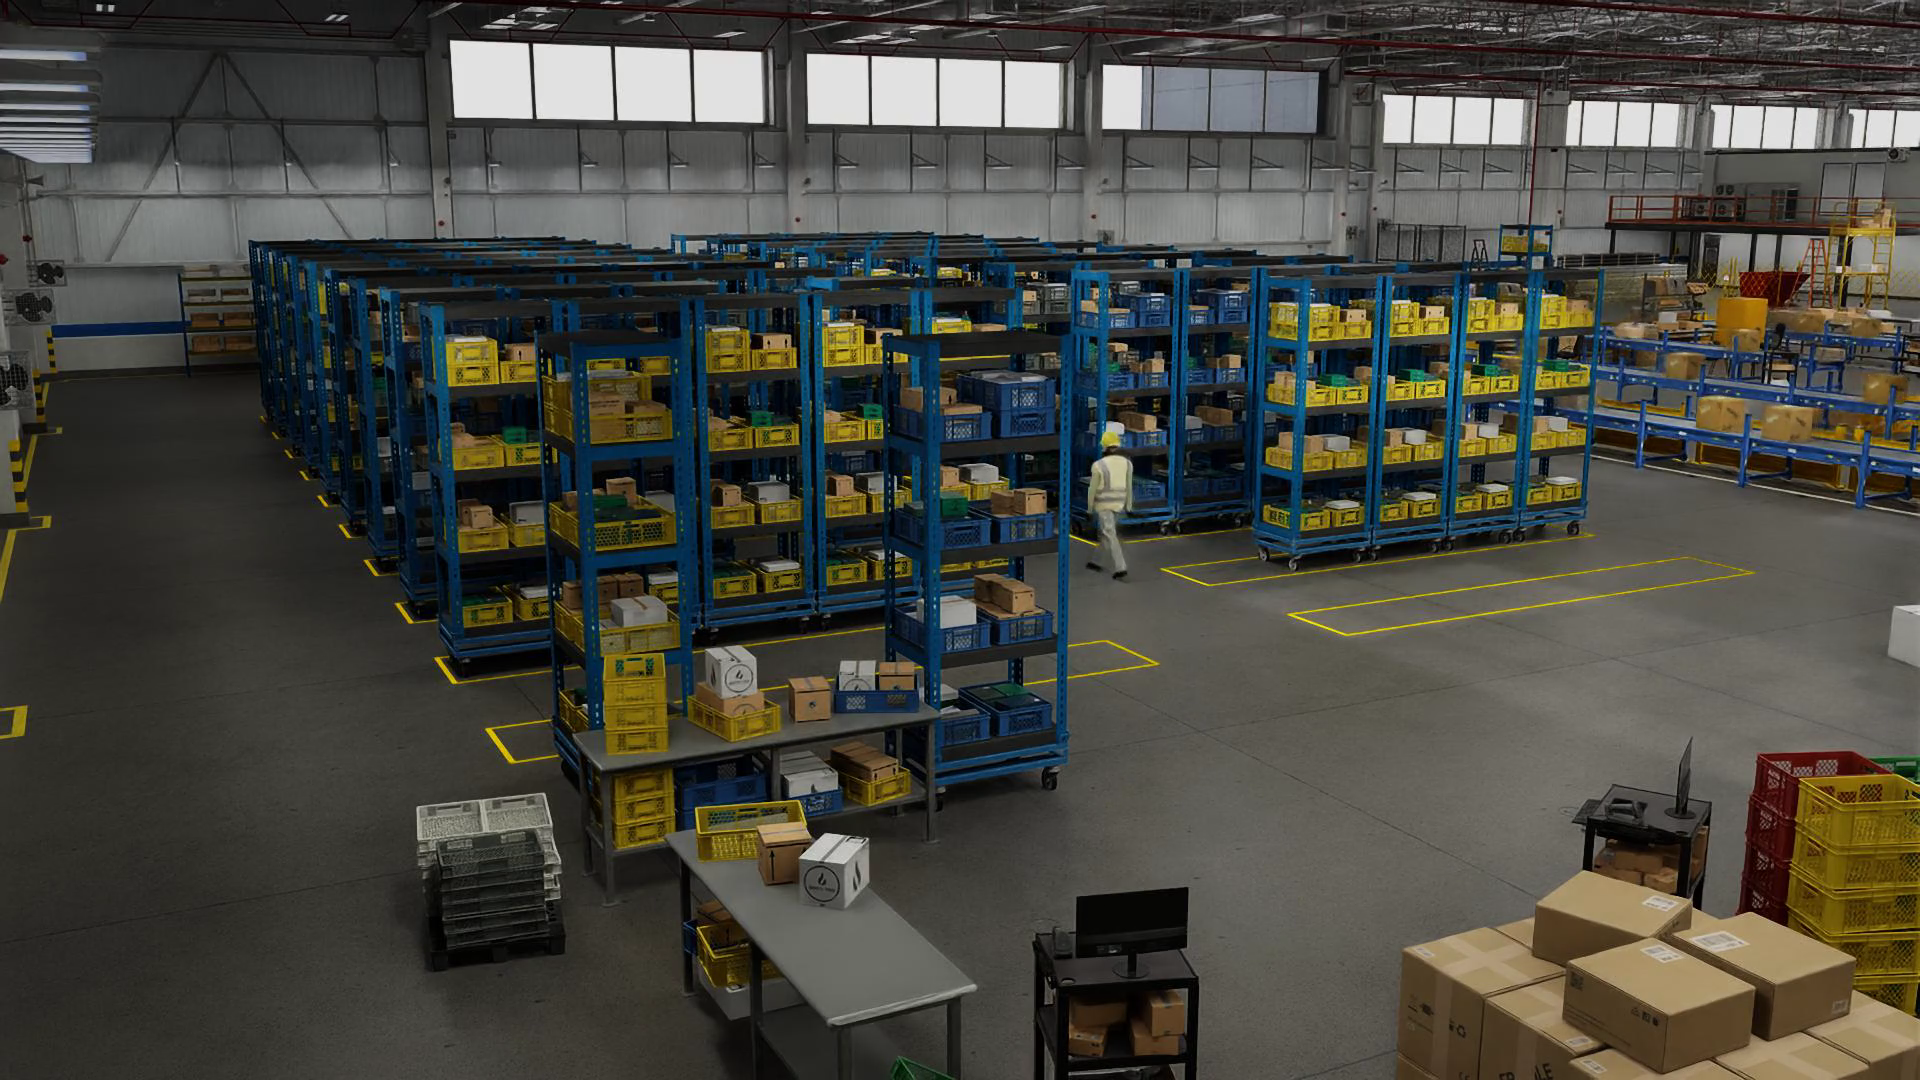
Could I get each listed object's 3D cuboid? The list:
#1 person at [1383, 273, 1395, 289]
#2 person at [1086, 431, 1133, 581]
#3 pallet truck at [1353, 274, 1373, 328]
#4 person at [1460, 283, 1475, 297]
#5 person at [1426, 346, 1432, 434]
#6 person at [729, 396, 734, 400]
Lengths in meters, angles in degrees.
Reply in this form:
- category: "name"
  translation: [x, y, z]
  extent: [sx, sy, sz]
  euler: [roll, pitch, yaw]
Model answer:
- category: "person"
  translation: [13.684, -7.654, 53.603]
  extent: [0.405, 1.911, 0.636]
  euler: [-8, 15, -34]
- category: "person"
  translation: [1.807, -0.422, 20.060]
  extent: [0.603, 1.792, 0.911]
  euler: [-8, 15, -34]
- category: "pallet truck"
  translation: [13.011, -8.050, 55.243]
  extent: [0.823, 1.965, 1.885]
  euler: [-7, 14, -28]
- category: "person"
  translation: [15.594, -7.250, 51.392]
  extent: [0.607, 2.044, 0.375]
  euler: [-4, 13, -18]
- category: "person"
  translation: [8.215, -2.434, 29.147]
  extent: [0.435, 1.935, 0.624]
  euler: [0, 12, -2]
- category: "person"
  translation: [-4.282, -2.916, 31.702]
  extent: [0.588, 1.789, 0.958]
  euler: [-4, 13, -18]
